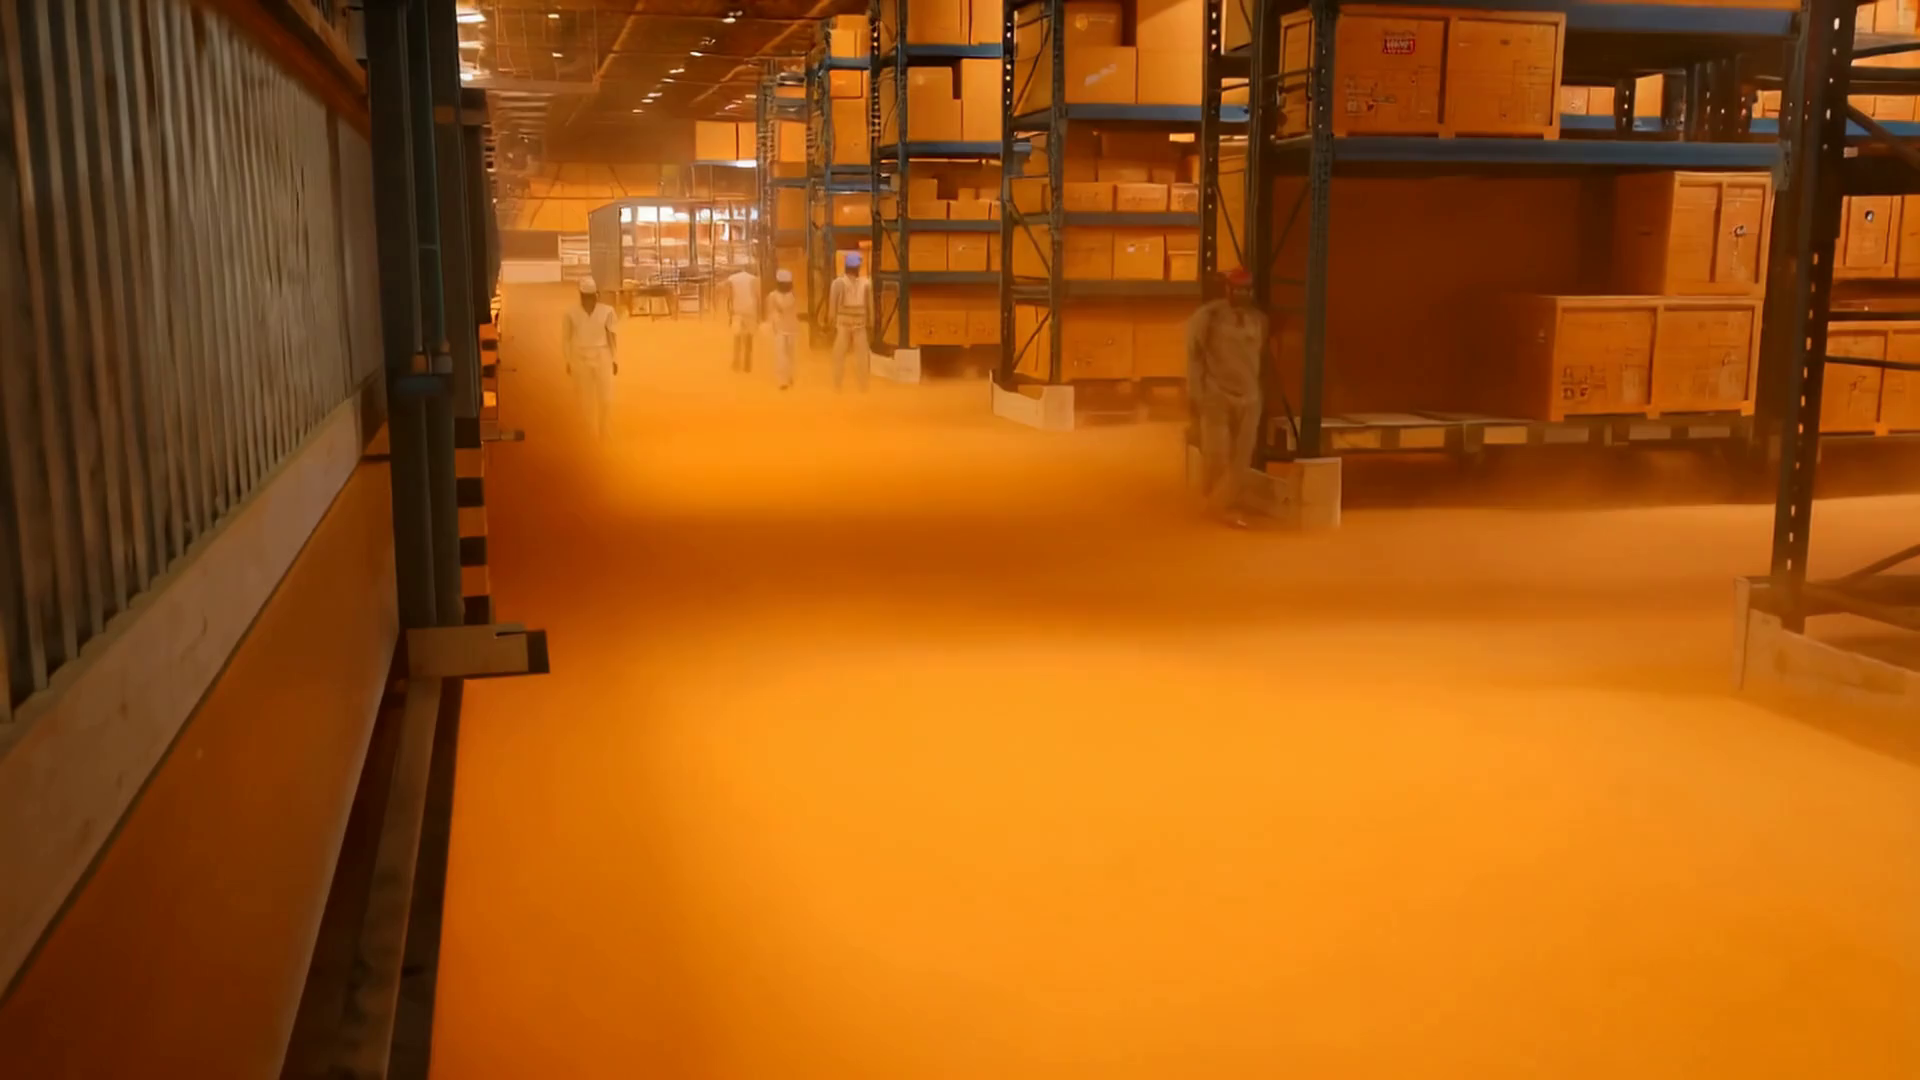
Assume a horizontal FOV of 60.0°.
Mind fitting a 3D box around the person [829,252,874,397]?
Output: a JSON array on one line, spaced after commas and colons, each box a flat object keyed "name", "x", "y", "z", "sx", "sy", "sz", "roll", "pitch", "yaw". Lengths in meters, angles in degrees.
[{"name": "person", "x": -1.462, "y": -2.912, "z": 22.512, "sx": 0.615, "sy": 1.943, "sz": 0.407, "roll": -4, "pitch": 11, "yaw": -24}]

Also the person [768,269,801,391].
[{"name": "person", "x": -2.443, "y": -2.922, "z": 23.227, "sx": 0.480, "sy": 1.717, "sz": 0.433, "roll": -6, "pitch": 12, "yaw": -30}]

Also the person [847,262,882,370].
[{"name": "person", "x": -1.593, "y": -3.693, "z": 27.450, "sx": 0.594, "sy": 1.780, "sz": 0.988, "roll": 10, "pitch": 14, "yaw": 44}]

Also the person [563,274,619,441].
[{"name": "person", "x": -3.853, "y": -1.907, "z": 17.397, "sx": 0.564, "sy": 1.741, "sz": 0.449, "roll": -2, "pitch": 10, "yaw": -12}]

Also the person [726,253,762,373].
[{"name": "person", "x": -3.472, "y": -3.647, "z": 26.775, "sx": 0.550, "sy": 1.915, "sz": 0.614, "roll": 0, "pitch": 10, "yaw": 1}]

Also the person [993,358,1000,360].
[{"name": "person", "x": 0.355, "y": -3.733, "z": 27.740, "sx": 0.855, "sy": 1.725, "sz": 0.552, "roll": -3, "pitch": 11, "yaw": -18}]

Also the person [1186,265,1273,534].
[{"name": "person", "x": 1.907, "y": -0.998, "z": 11.809, "sx": 0.655, "sy": 1.890, "sz": 0.486, "roll": -3, "pitch": 10, "yaw": -16}]
